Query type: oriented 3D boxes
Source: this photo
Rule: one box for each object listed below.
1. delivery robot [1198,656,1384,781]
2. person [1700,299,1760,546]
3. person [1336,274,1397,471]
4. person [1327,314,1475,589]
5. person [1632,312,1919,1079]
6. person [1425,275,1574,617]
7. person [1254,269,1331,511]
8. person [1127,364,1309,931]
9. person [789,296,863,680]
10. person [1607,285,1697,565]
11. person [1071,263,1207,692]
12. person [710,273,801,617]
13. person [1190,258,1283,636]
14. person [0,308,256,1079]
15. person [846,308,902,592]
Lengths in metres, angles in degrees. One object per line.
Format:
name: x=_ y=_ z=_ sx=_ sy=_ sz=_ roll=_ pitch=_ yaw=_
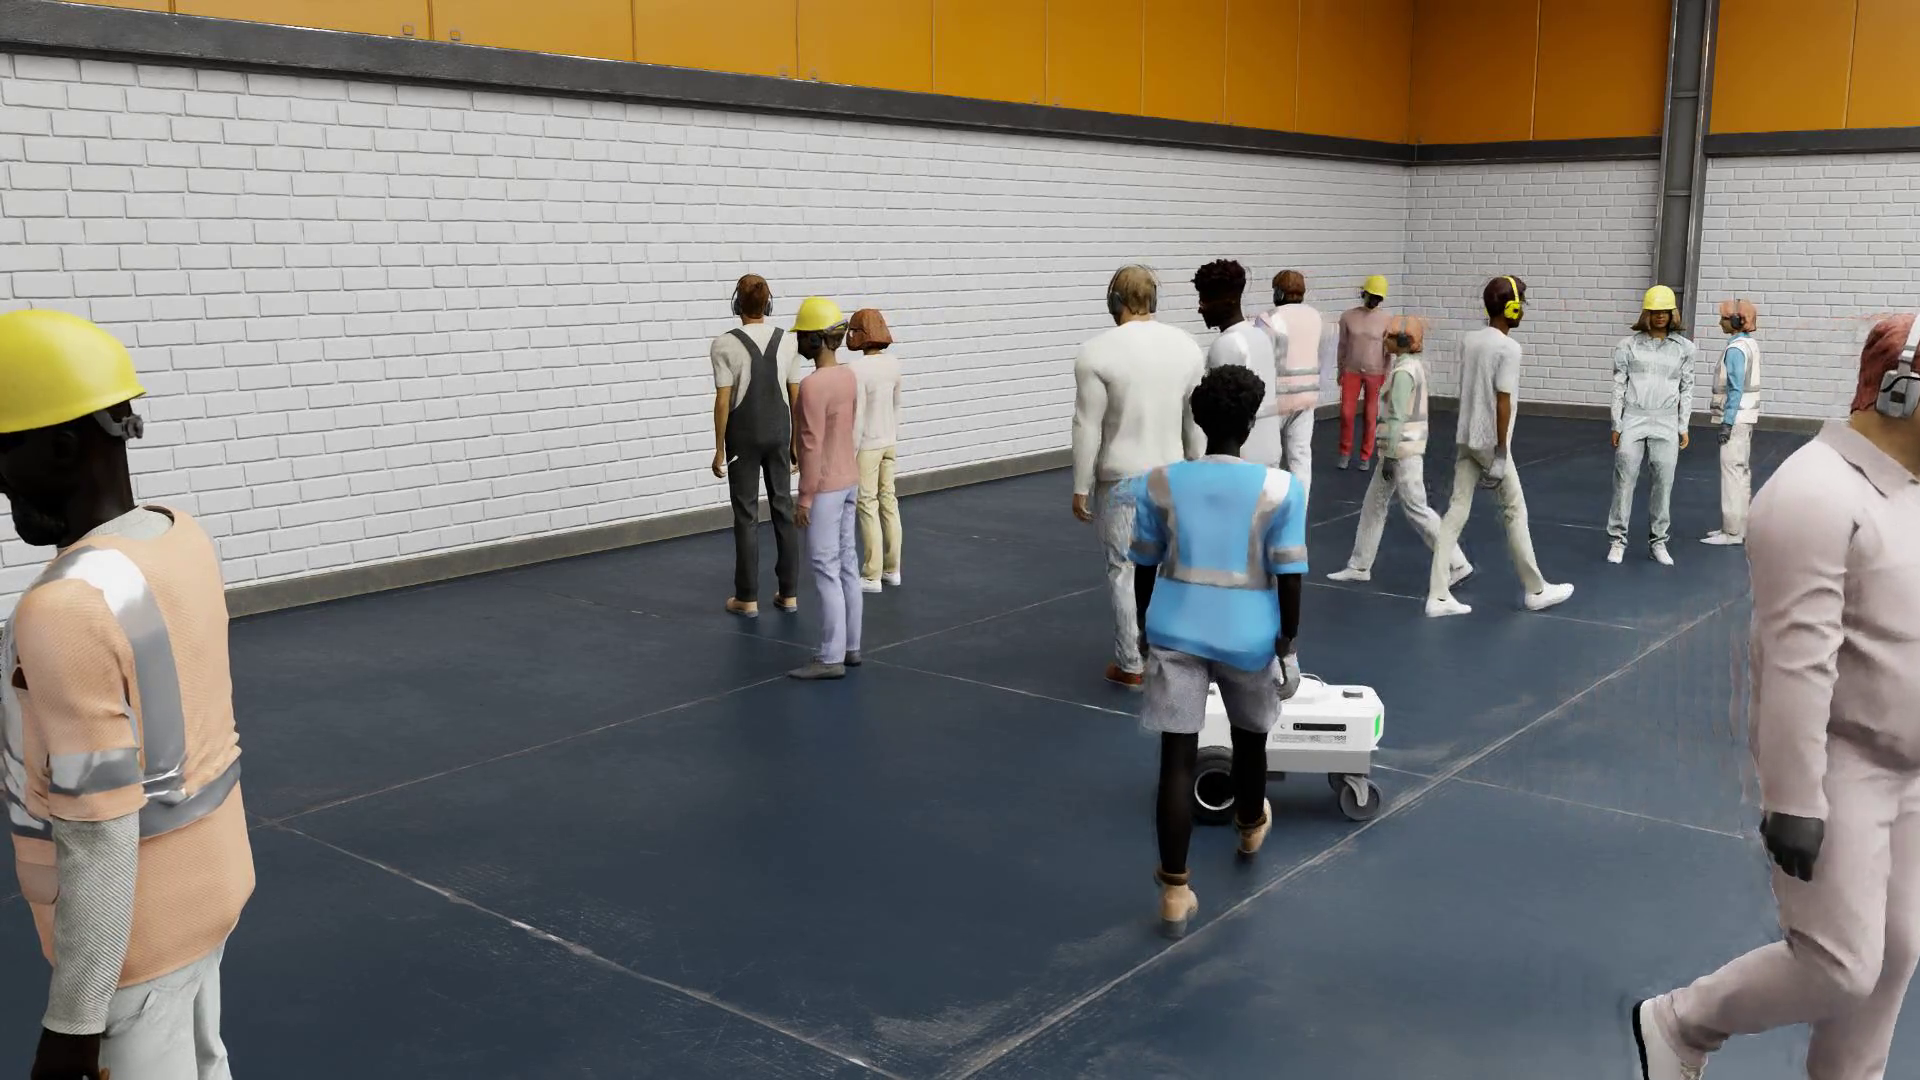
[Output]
delivery robot: x=1.133 y=0.644 z=5.919 sx=0.707 sy=0.478 sz=0.477 roll=1 pitch=10 yaw=4
person: x=5.139 y=-0.777 z=11.053 sx=0.310 sy=1.636 sz=0.523 roll=7 pitch=12 yaw=33
person: x=3.538 y=-1.443 z=14.474 sx=0.549 sy=1.720 sz=0.508 roll=5 pitch=11 yaw=24
person: x=2.613 y=-0.508 z=9.652 sx=0.829 sy=1.606 sz=0.524 roll=3 pitch=11 yaw=17
person: x=1.818 y=0.465 z=3.482 sx=0.658 sy=1.882 sz=0.536 roll=-7 pitch=13 yaw=-35
person: x=2.918 y=-0.501 z=8.990 sx=0.935 sy=1.824 sz=0.536 roll=-4 pitch=11 yaw=-22
person: x=2.177 y=-0.936 z=11.428 sx=0.652 sy=1.818 sz=0.703 roll=-5 pitch=11 yaw=-26
person: x=0.790 y=0.289 z=5.093 sx=0.554 sy=1.641 sz=0.891 roll=3 pitch=11 yaw=17
person: x=-0.634 y=-0.237 z=7.705 sx=0.319 sy=1.768 sz=0.531 roll=3 pitch=11 yaw=17
person: x=4.315 y=-0.710 z=10.389 sx=0.487 sy=1.744 sz=0.294 roll=2 pitch=10 yaw=10
person: x=0.807 y=-0.267 z=7.436 sx=0.648 sy=1.919 sz=0.476 roll=-5 pitch=12 yaw=-27
person: x=-1.096 y=-0.505 z=8.972 sx=0.505 sy=1.845 sz=0.345 roll=-5 pitch=11 yaw=-27
person: x=1.285 y=-0.406 z=8.191 sx=0.870 sy=1.924 sz=0.636 roll=8 pitch=13 yaw=39
person: x=-1.329 y=0.600 z=2.641 sx=0.373 sy=1.921 sz=0.585 roll=-2 pitch=10 yaw=-11
person: x=-0.514 y=-0.514 z=9.608 sx=0.267 sy=1.632 sz=0.509 roll=6 pitch=12 yaw=30
